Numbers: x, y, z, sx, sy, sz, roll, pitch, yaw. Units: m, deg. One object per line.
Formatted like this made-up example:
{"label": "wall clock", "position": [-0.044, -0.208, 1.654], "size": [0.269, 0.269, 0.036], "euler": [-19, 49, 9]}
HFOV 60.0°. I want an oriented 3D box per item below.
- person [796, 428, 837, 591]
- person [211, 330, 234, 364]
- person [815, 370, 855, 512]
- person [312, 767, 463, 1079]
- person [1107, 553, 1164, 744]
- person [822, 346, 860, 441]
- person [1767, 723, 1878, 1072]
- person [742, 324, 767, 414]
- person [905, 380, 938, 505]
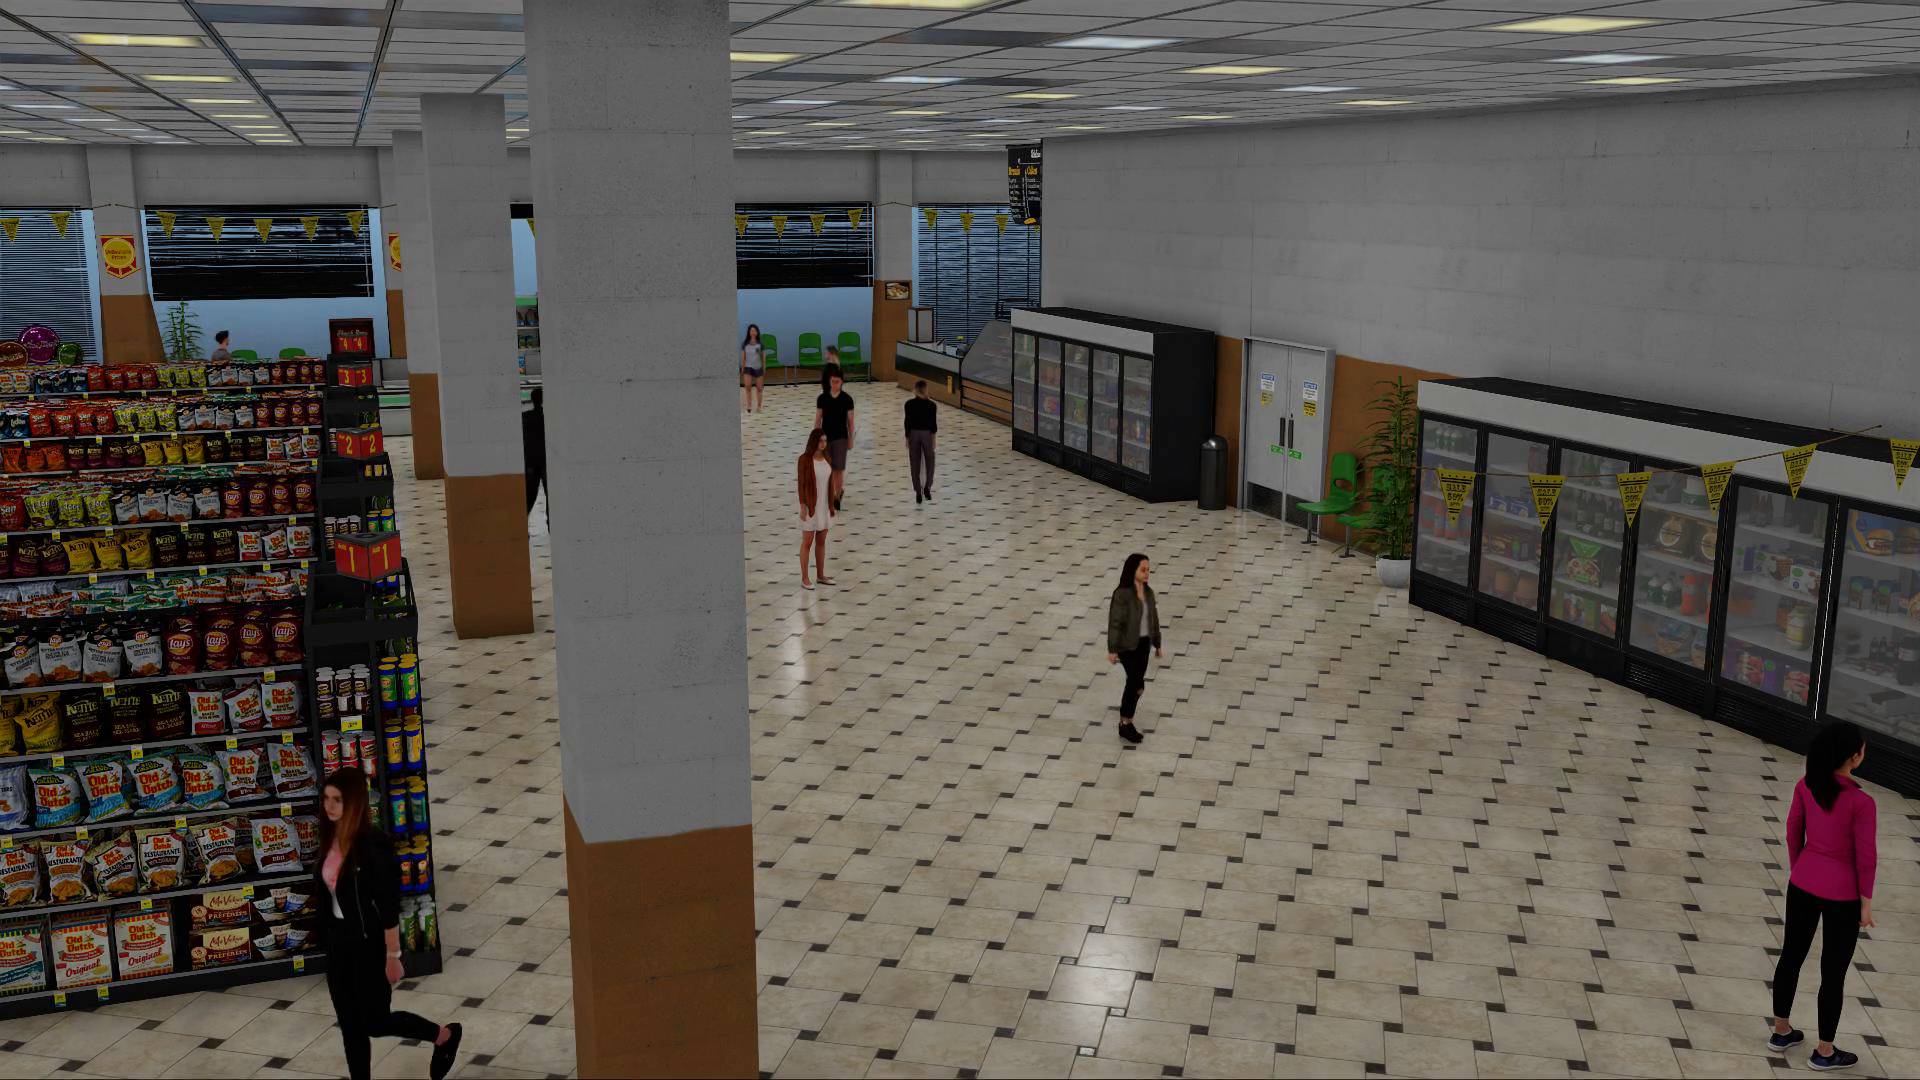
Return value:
{"label": "person", "position": [-1.547, -0.354, 17.725], "size": [0.639, 1.714, 0.753], "euler": [-11, 16, -43]}
{"label": "person", "position": [-12.123, -2.508, 27.473], "size": [0.786, 1.911, 0.767], "euler": [10, 16, 40]}
{"label": "person", "position": [-1.650, -1.332, 22.074], "size": [1.234, 1.836, 1.134], "euler": [2, 12, 11]}
{"label": "person", "position": [-2.611, 1.807, 7.514], "size": [0.890, 1.693, 1.024], "euler": [10, 15, 39]}
{"label": "person", "position": [1.276, 0.817, 12.760], "size": [0.633, 1.468, 0.757], "euler": [-10, 16, -40]}
{"label": "person", "position": [-1.987, -2.312, 27.127], "size": [0.987, 1.671, 0.760], "euler": [-1, 12, -4]}
{"label": "person", "position": [4.167, 1.696, 8.026], "size": [0.594, 1.698, 0.614], "euler": [-6, 13, -27]}
{"label": "person", "position": [-3.887, -3.214, 31.452], "size": [1.121, 1.655, 0.893], "euler": [-1, 12, -4]}
{"label": "person", "position": [-0.540, -1.298, 22.341], "size": [0.638, 1.660, 0.740], "euler": [0, 12, 1]}
